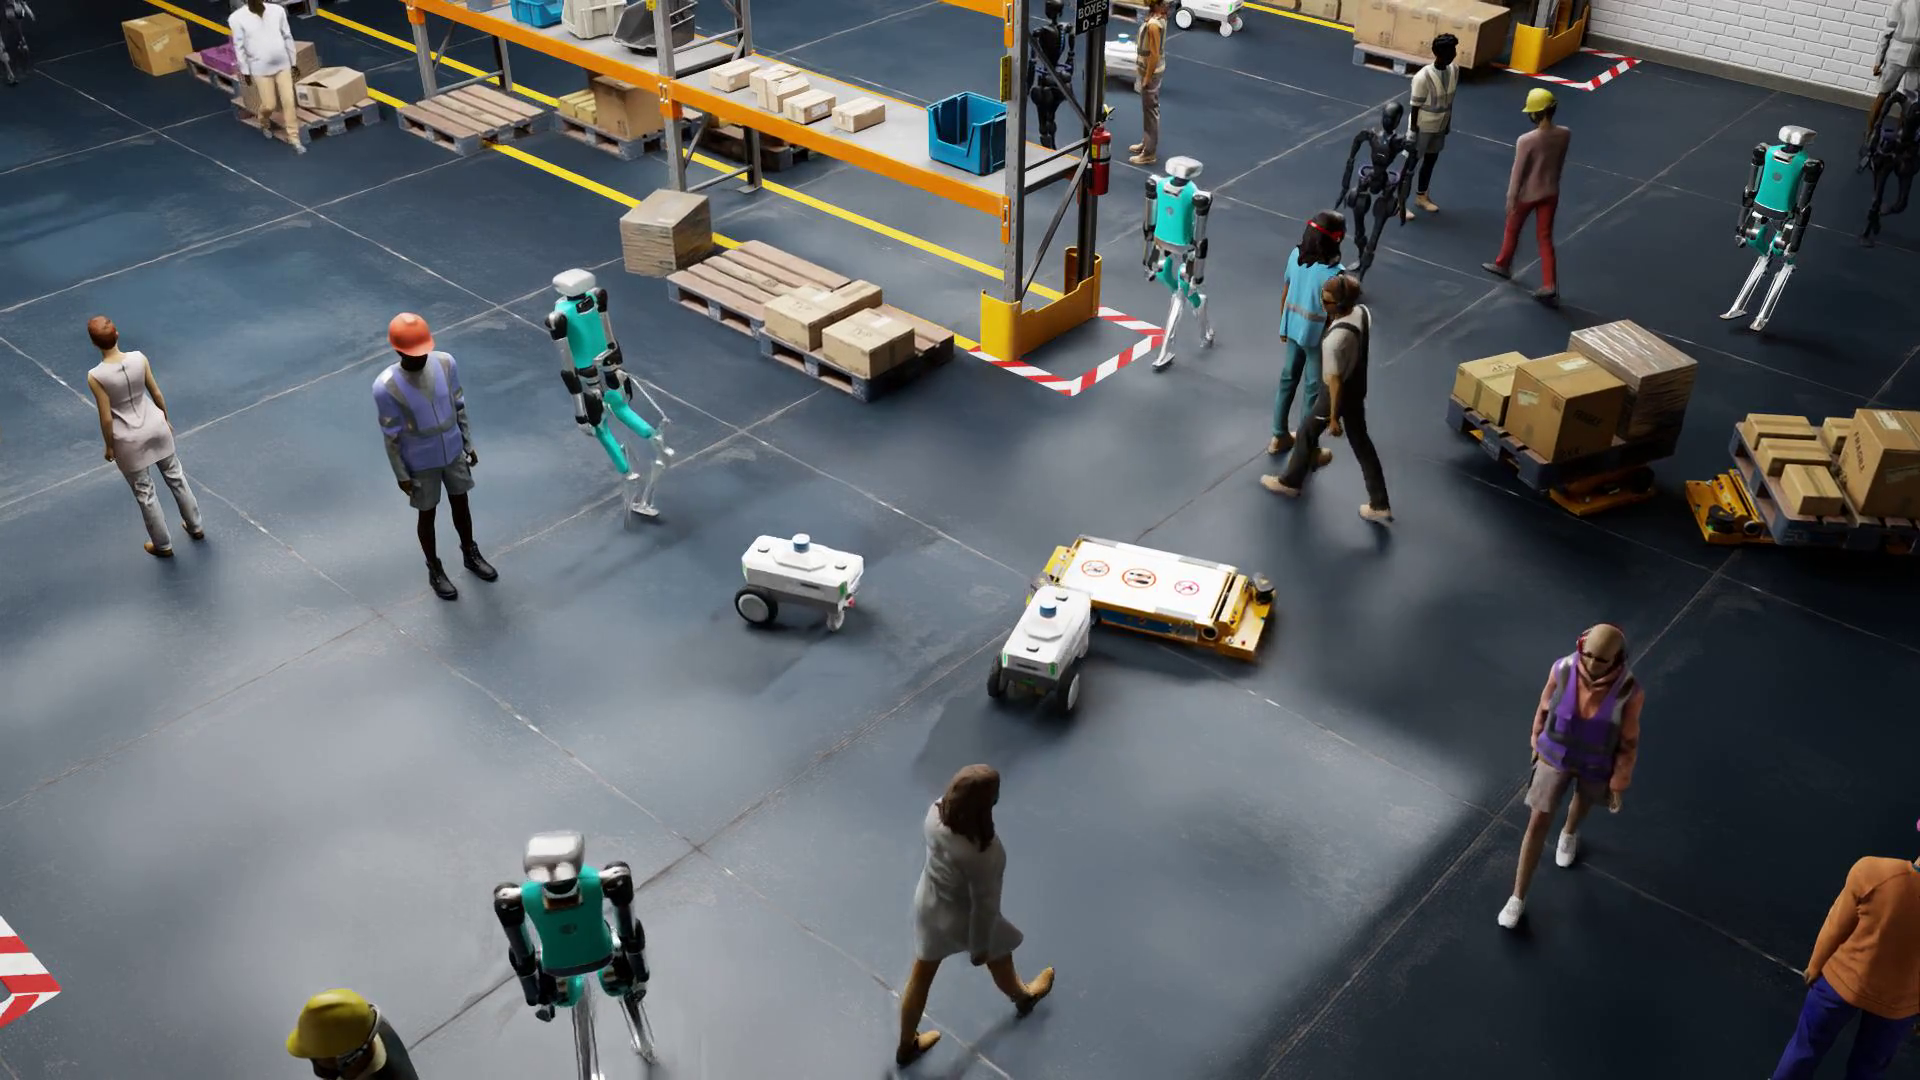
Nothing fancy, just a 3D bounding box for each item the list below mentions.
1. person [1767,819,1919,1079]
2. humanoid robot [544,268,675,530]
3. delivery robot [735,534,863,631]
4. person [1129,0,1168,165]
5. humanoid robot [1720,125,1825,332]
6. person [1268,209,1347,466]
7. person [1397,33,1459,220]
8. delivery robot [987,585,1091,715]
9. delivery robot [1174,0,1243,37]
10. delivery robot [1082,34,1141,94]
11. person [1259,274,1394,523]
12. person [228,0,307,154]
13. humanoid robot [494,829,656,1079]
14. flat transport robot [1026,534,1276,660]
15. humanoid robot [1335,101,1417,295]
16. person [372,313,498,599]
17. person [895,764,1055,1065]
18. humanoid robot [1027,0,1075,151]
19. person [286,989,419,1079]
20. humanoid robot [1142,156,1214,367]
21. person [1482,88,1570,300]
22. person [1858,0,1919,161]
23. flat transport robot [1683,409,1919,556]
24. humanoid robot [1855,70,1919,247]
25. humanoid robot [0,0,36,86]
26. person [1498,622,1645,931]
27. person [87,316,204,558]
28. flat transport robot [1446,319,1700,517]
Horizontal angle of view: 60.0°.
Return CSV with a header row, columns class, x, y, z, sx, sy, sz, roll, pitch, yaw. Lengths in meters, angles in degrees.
class,x,y,z,sx,sy,sz,roll,pitch,yaw
person,3.712,1.787,6.729,0.518,1.972,0.404,18,38,24
humanoid robot,-2.172,-0.829,10.791,0.817,1.837,0.541,15,37,21
delivery robot,-0.982,0.225,10.233,0.767,0.596,0.523,12,36,16
person,1.818,-4.514,16.021,0.306,1.777,0.479,4,35,6
humanoid robot,6.415,-2.466,12.973,0.735,1.677,0.533,-25,42,-31
person,2.392,-1.375,11.396,0.370,1.865,0.541,-23,41,-29
person,4.221,-3.726,14.958,0.535,1.693,0.320,-21,40,-27
delivery robot,0.496,0.625,9.667,0.499,0.611,0.792,13,37,17
delivery robot,2.962,-6.318,19.709,0.774,0.592,0.499,22,40,28
delivery robot,1.757,-5.194,18.073,0.767,0.583,0.499,14,37,20
person,2.503,-0.929,10.816,0.970,1.789,0.596,27,43,33
person,-6.766,-4.661,16.270,0.564,1.734,0.516,-26,42,-33
humanoid robot,-1.594,1.735,7.025,0.538,1.796,0.811,-8,35,-12
flat transport robot,1.188,0.338,10.321,1.431,0.231,0.659,12,36,17
humanoid robot,3.427,-2.871,13.778,0.599,1.618,0.795,13,37,18
person,-3.188,-0.516,10.101,0.385,1.929,0.542,28,43,34
person,0.046,1.597,7.303,0.866,1.611,0.497,-29,44,-35
humanoid robot,0.829,-4.376,15.915,0.608,1.647,0.383,-24,41,-30
person,-2.114,2.294,6.111,0.404,1.829,0.598,-18,39,-24
humanoid robot,1.757,-2.120,12.634,0.557,1.832,0.896,23,41,29
person,4.734,-2.833,13.650,0.542,1.707,0.866,-11,36,-16
person,9.145,-4.634,16.074,0.546,1.923,0.386,15,37,20
flat transport robot,5.649,-0.184,11.077,1.431,0.231,0.659,4,35,5
humanoid robot,8.144,-3.364,14.441,0.598,1.639,0.404,7,35,10
humanoid robot,-10.348,-5.754,17.944,0.588,1.624,0.766,-16,38,-22
person,2.977,1.089,8.013,0.496,1.643,0.896,17,38,23
person,-5.198,-0.652,10.529,0.269,1.656,0.461,21,40,28
flat transport robot,4.175,-0.656,11.760,0.659,0.231,1.431,-14,37,-19
